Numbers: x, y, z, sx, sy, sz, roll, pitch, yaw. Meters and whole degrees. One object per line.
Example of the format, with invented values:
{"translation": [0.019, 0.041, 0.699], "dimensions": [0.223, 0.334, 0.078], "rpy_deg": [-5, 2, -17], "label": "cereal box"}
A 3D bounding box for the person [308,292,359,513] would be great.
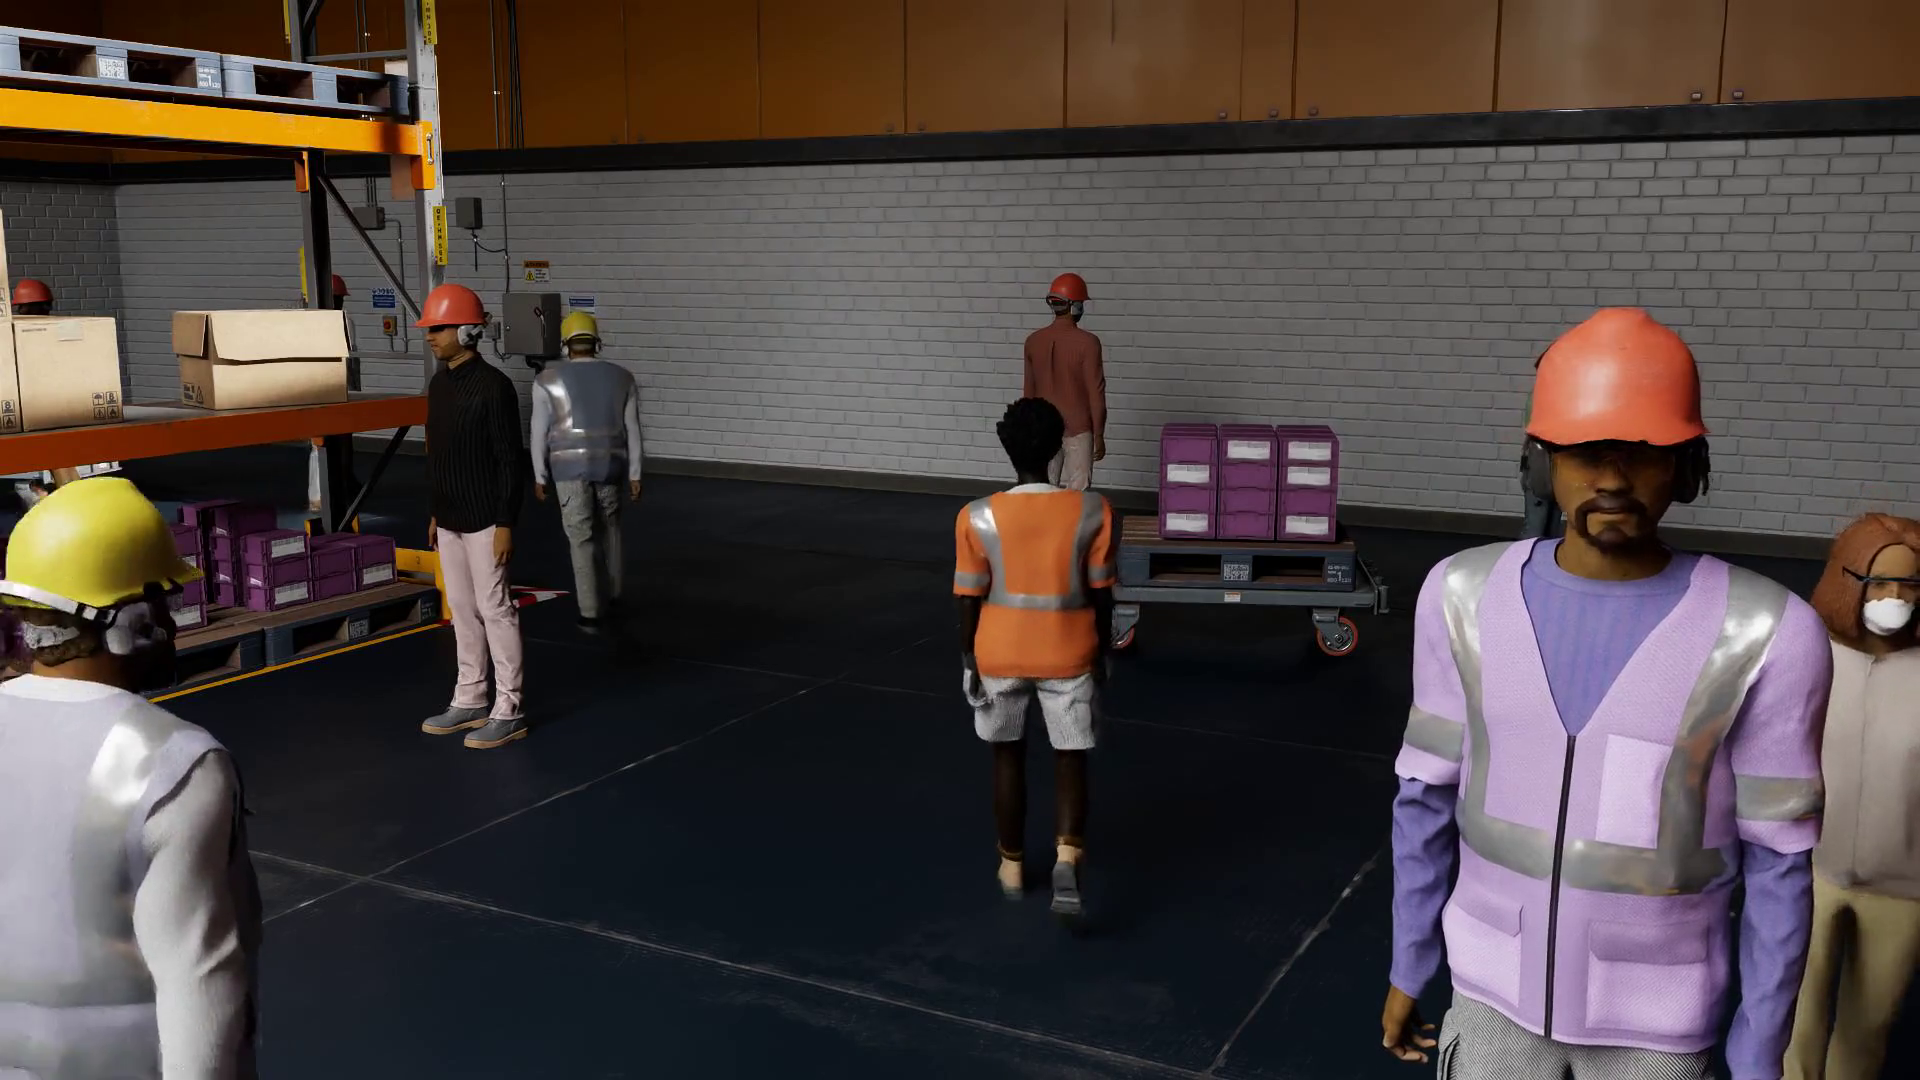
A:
{"translation": [-5.119, -1.115, 13.566], "dimensions": [0.621, 1.817, 0.628], "rpy_deg": [2, 10, 11], "label": "person"}

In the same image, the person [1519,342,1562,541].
{"translation": [3.409, -0.337, 9.605], "dimensions": [0.278, 1.633, 0.498], "rpy_deg": [9, 13, 41], "label": "person"}

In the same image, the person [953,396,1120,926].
{"translation": [0.239, 0.386, 5.269], "dimensions": [0.533, 1.675, 0.652], "rpy_deg": [0, 10, 2], "label": "person"}

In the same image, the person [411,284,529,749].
{"translation": [-2.126, -0.101, 7.189], "dimensions": [0.624, 1.992, 0.391], "rpy_deg": [9, 13, 42], "label": "person"}

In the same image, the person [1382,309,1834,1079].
{"translation": [0.931, 0.681, 2.521], "dimensions": [0.615, 2.043, 0.372], "rpy_deg": [7, 12, 36], "label": "person"}

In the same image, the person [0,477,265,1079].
{"translation": [-1.334, 0.800, 2.554], "dimensions": [0.597, 1.798, 0.913], "rpy_deg": [4, 10, 20], "label": "person"}

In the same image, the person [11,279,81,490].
{"translation": [-6.736, -0.947, 12.264], "dimensions": [0.377, 1.932, 0.552], "rpy_deg": [-2, 10, -14], "label": "person"}

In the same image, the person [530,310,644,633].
{"translation": [-2.120, -0.393, 9.444], "dimensions": [0.602, 1.801, 0.605], "rpy_deg": [-5, 11, -27], "label": "person"}

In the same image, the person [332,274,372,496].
{"translation": [-5.477, -1.352, 14.603], "dimensions": [0.551, 1.934, 0.373], "rpy_deg": [3, 10, 18], "label": "person"}

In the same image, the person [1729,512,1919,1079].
{"translation": [1.864, 0.745, 3.452], "dimensions": [0.525, 1.593, 0.772], "rpy_deg": [3, 10, 18], "label": "person"}

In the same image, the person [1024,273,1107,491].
{"translation": [0.688, -0.716, 10.755], "dimensions": [0.610, 1.995, 0.375], "rpy_deg": [8, 12, 37], "label": "person"}
